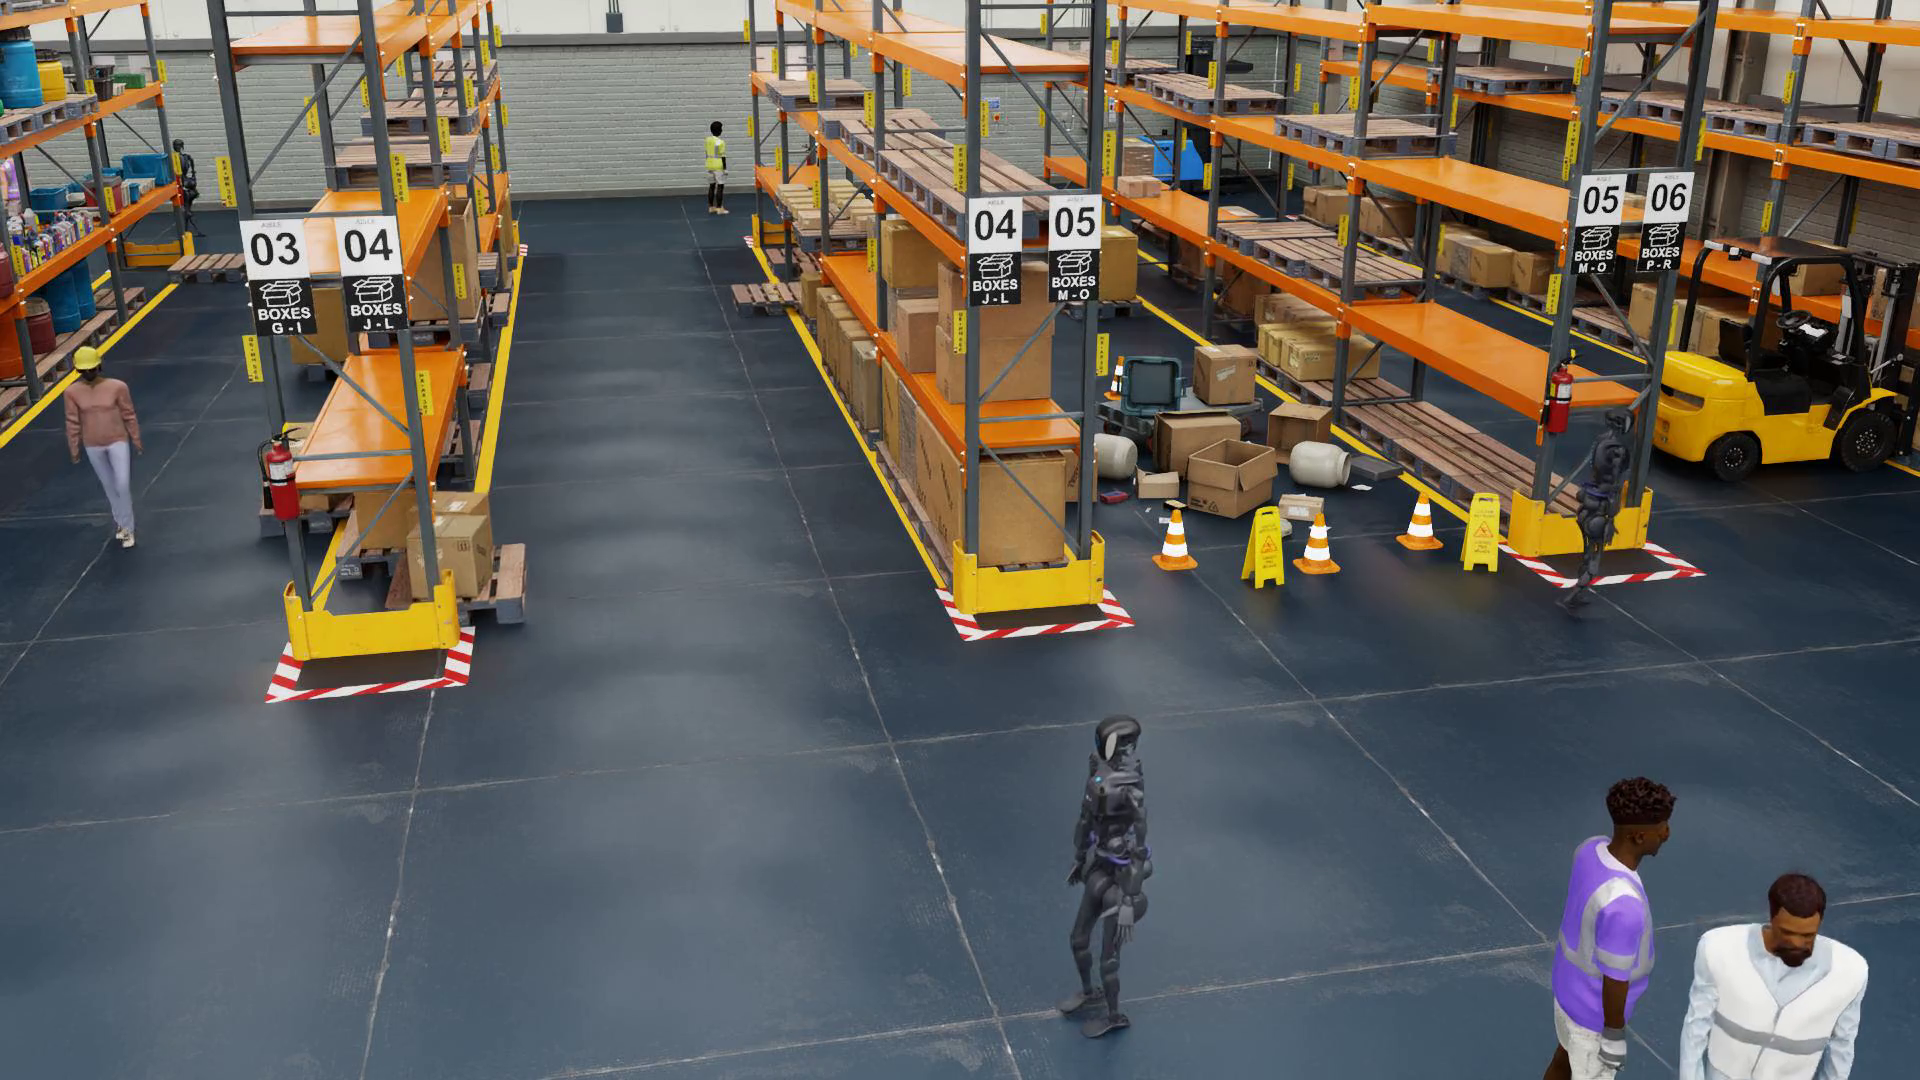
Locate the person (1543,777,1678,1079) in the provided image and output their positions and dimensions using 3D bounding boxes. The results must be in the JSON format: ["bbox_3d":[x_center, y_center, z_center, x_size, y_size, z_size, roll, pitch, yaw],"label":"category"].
[{"bbox_3d":[2.611,1.854,6.792,0.373,1.957,0.600,3,21,7],"label":"person"}]

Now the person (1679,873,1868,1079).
[{"bbox_3d":[3.042,2.060,6.332,0.596,1.895,0.460,8,22,21],"label":"person"}]

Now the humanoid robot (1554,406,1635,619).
[{"bbox_3d":[4.863,-0.228,12.805,0.459,1.647,0.606,2,20,6],"label":"humanoid robot"}]

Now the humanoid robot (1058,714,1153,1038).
[{"bbox_3d":[0.706,1.600,7.865,0.359,1.654,0.599,-8,22,-21],"label":"humanoid robot"}]

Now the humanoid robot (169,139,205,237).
[{"bbox_3d":[-13.298,-6.009,28.405,0.748,1.631,0.609,7,22,19],"label":"humanoid robot"}]

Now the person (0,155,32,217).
[{"bbox_3d":[-15.371,-5.565,27.154,0.352,1.688,0.489,11,23,27],"label":"person"}]

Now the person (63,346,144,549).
[{"bbox_3d":[-7.311,-0.783,14.178,0.553,1.737,0.743,-4,21,-11],"label":"person"}]

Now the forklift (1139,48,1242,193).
[{"bbox_3d":[4.566,-8.313,32.860,1.873,2.768,1.129,-4,21,-12],"label":"forklift"}]

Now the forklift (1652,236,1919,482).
[{"bbox_3d":[8.013,-1.814,16.330,2.313,2.155,1.214,-4,21,-12],"label":"forklift"}]

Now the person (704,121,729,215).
[{"bbox_3d":[-4.475,-6.831,30.558,0.538,1.686,0.320,17,27,39],"label":"person"}]
